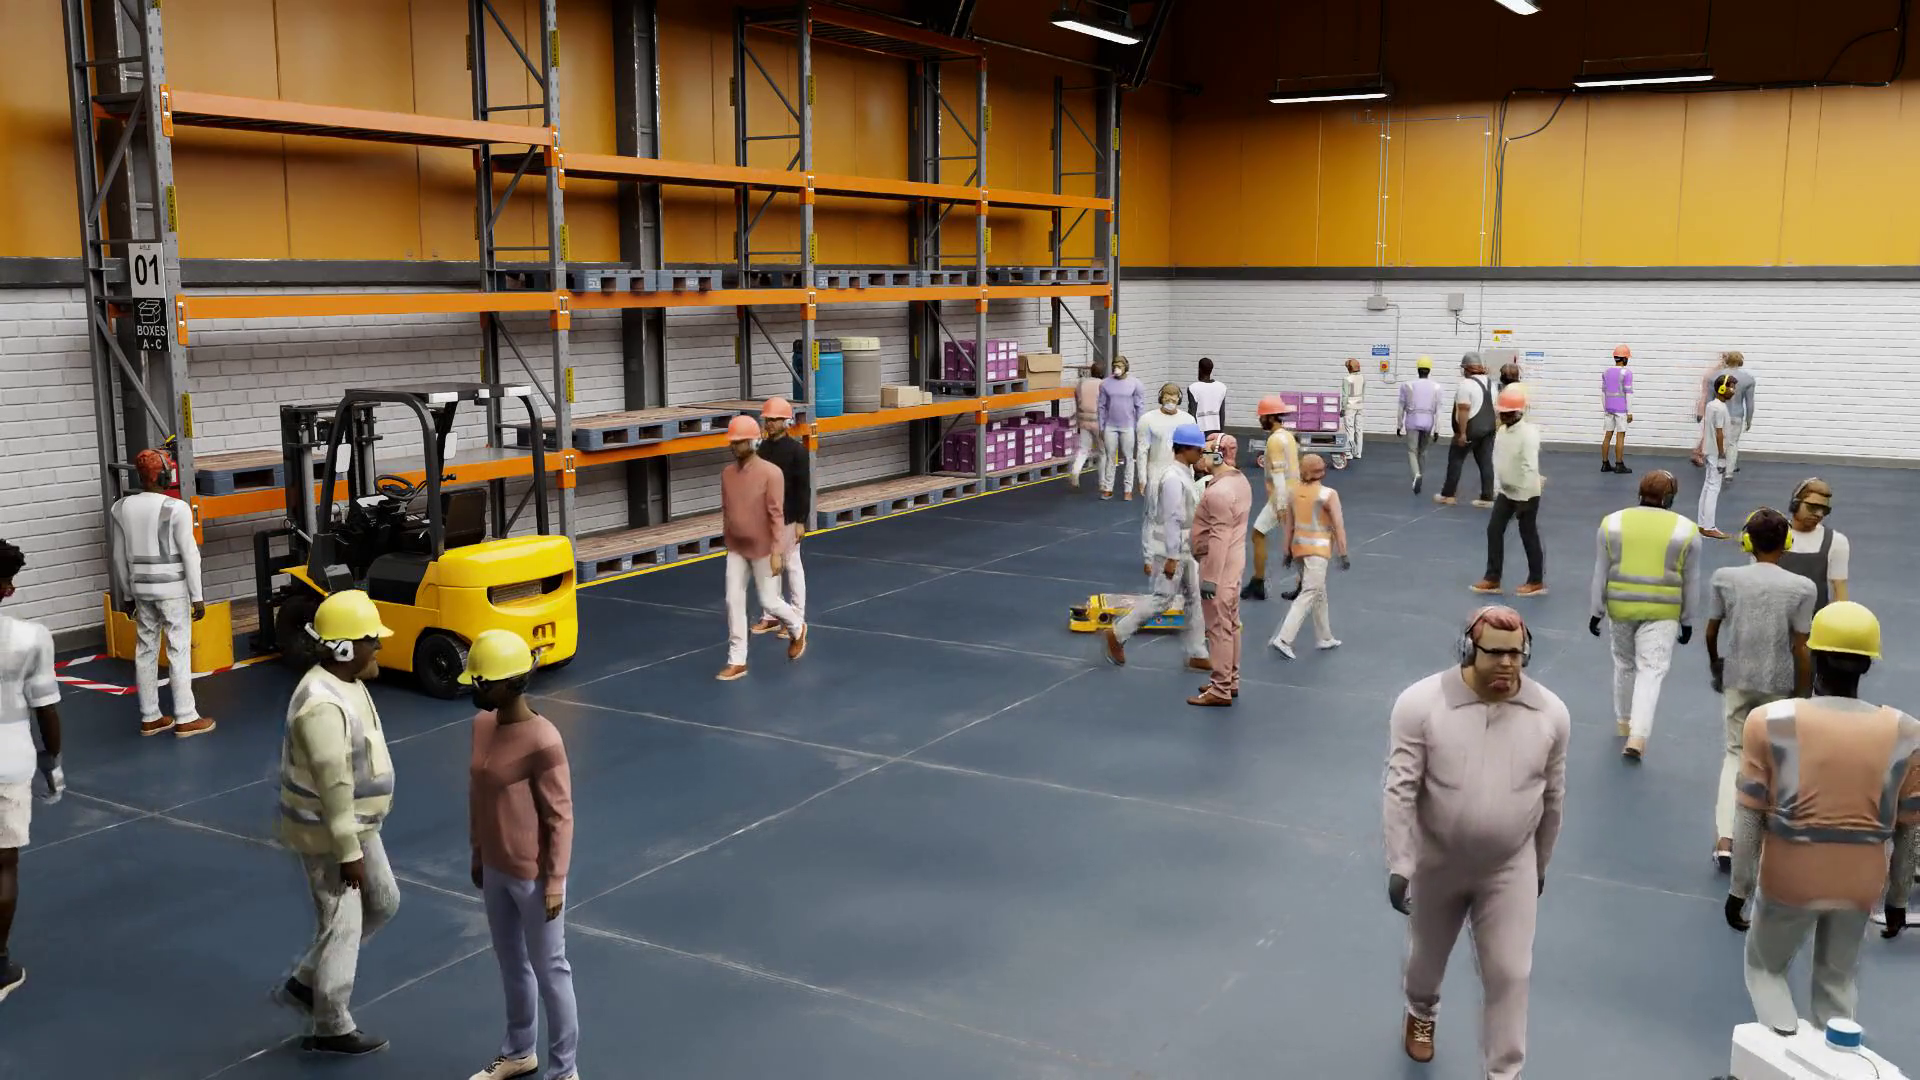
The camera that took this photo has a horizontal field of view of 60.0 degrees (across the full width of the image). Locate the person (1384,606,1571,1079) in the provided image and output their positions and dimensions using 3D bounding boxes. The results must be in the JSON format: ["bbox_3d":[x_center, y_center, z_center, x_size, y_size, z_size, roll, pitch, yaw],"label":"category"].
[{"bbox_3d":[1.848,1.132,6.013,0.642,1.862,1.009,2,9,9],"label":"person"}]

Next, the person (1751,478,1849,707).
[{"bbox_3d":[4.834,0.561,9.652,0.541,1.829,0.566,4,10,26],"label":"person"}]

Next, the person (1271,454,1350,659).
[{"bbox_3d":[2.731,0.122,13.101,0.815,1.592,0.527,-5,10,-30],"label":"person"}]

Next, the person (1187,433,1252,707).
[{"bbox_3d":[1.797,0.204,11.617,0.409,1.906,0.652,4,10,21],"label":"person"}]

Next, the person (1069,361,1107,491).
[{"bbox_3d":[1.819,-1.556,22.903,0.626,1.816,0.774,5,10,29],"label":"person"}]

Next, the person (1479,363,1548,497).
[{"bbox_3d":[7.445,-1.456,22.268,0.807,1.816,0.646,7,12,38],"label":"person"}]

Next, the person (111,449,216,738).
[{"bbox_3d":[-5.174,0.348,10.793,0.584,1.882,0.344,2,9,12],"label":"person"}]

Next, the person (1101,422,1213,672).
[{"bbox_3d":[1.550,0.059,12.533,0.904,1.914,0.617,3,10,17],"label":"person"}]

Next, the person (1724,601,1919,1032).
[{"bbox_3d":[2.943,1.152,5.691,0.605,1.908,0.424,2,9,12],"label":"person"}]

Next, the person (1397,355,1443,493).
[{"bbox_3d":[6.347,-1.596,22.920,0.585,1.893,0.871,1,9,4],"label":"person"}]

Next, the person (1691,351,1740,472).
[{"bbox_3d":[11.656,-1.993,25.579,0.647,1.843,1.025,-4,10,-24],"label":"person"}]

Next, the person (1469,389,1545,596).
[{"bbox_3d":[5.117,-0.429,15.408,0.824,1.946,0.627,-3,10,-17],"label":"person"}]

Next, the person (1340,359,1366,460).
[{"bbox_3d":[6.347,-2.107,26.882,0.510,1.639,0.308,-7,11,-37],"label":"person"}]

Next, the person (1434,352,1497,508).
[{"bbox_3d":[6.557,-1.447,21.511,0.709,2.000,0.891,-6,11,-33],"label":"person"}]

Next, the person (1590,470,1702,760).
[{"bbox_3d":[4.298,0.451,10.452,0.630,1.797,0.936,6,11,31],"label":"person"}]

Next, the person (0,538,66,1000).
[{"bbox_3d":[-4.078,0.948,6.914,0.641,1.923,0.474,-4,10,-23],"label":"person"}]

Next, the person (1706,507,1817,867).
[{"bbox_3d":[4.020,0.755,8.387,0.518,1.842,0.619,6,11,31],"label":"person"}]

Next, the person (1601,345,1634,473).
[{"bbox_3d":[9.936,-1.972,25.102,0.354,1.939,0.544,-5,10,-27],"label":"person"}]

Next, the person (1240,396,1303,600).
[{"bbox_3d":[2.896,-0.375,15.299,0.811,1.888,0.560,5,10,29],"label":"person"}]

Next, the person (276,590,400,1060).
[{"bbox_3d":[-2.360,1.092,6.376,0.435,1.819,0.585,-1,9,-8],"label":"person"}]

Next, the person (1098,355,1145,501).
[{"bbox_3d":[2.127,-1.486,22.071,0.629,1.939,0.372,4,10,22],"label":"person"}]

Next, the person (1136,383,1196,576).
[{"bbox_3d":[2.061,-0.604,16.583,0.627,1.934,0.370,-2,9,-14],"label":"person"}]

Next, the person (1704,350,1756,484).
[{"bbox_3d":[11.017,-1.757,23.814,0.650,1.920,0.431,5,10,27],"label":"person"}]

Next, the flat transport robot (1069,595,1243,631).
[{"bbox_3d":[1.650,0.616,14.138,1.431,0.197,0.652,0,9,3],"label":"flat transport robot"}]

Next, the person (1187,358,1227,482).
[{"bbox_3d":[3.198,-1.413,21.675,0.596,1.918,0.380,-5,10,-29],"label":"person"}]

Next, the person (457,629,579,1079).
[{"bbox_3d":[-1.600,1.181,5.968,0.532,1.765,0.328,8,12,41],"label":"person"}]

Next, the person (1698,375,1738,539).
[{"bbox_3d":[8.640,-0.951,18.966,0.327,1.865,0.521,2,9,11],"label":"person"}]

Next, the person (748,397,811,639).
[{"bbox_3d":[-1.502,-0.187,13.778,0.619,1.997,0.373,7,11,37],"label":"person"}]

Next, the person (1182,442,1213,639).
[{"bbox_3d":[2.034,0.003,13.720,0.288,1.634,0.499,5,11,30],"label":"person"}]

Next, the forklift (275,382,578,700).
[{"bbox_3d":[-3.974,-0.067,12.417,2.313,2.155,1.214,5,11,30],"label":"forklift"}]

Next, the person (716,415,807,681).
[{"bbox_3d":[-1.501,0.036,12.457,0.613,1.973,0.801,6,11,31],"label":"person"}]

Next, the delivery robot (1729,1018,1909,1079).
[{"bbox_3d":[2.882,1.817,5.451,0.477,0.478,0.707,-3,10,-14],"label":"delivery robot"}]
